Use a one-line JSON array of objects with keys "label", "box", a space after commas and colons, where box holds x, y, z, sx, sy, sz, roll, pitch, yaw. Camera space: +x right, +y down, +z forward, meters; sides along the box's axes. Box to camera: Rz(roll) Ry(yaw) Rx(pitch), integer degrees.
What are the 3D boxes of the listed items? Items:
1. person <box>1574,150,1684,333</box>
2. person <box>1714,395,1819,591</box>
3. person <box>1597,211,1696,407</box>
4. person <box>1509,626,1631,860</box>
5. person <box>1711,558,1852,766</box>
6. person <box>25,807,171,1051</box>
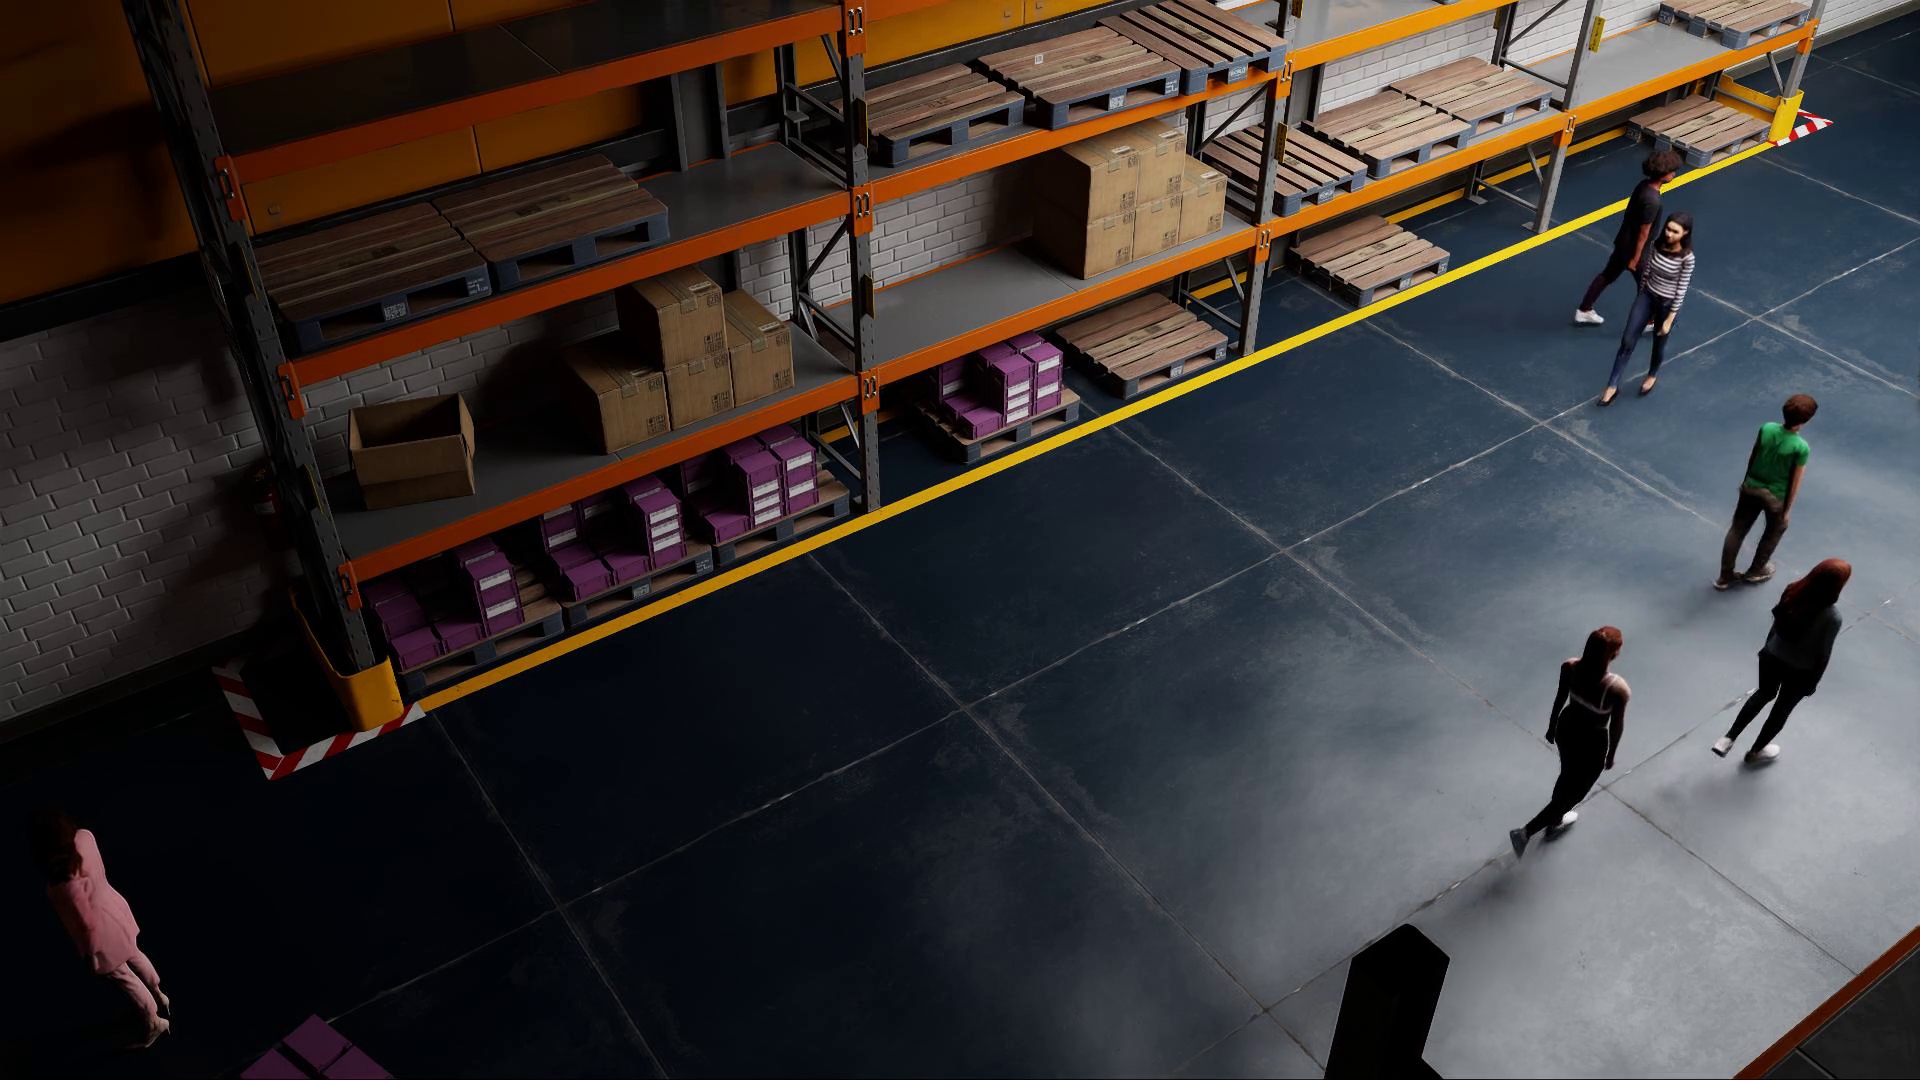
[{"label": "person", "box": [5.922, -2.633, 14.776, 1.184, 1.740, 1.060, 2, 39, 3]}, {"label": "person", "box": [5.732, -0.304, 11.938, 0.746, 1.642, 0.619, -22, 43, -25]}, {"label": "person", "box": [5.884, -1.943, 13.896, 0.984, 1.760, 0.654, -29, 47, -31]}, {"label": "person", "box": [3.639, 1.253, 9.924, 0.949, 1.723, 0.607, -25, 45, -28]}, {"label": "person", "box": [5.148, 0.819, 10.462, 0.865, 1.729, 0.643, -18, 42, -21]}, {"label": "person", "box": [-4.563, 2.054, 8.856, 0.650, 1.803, 0.678, -8, 39, -10]}]
